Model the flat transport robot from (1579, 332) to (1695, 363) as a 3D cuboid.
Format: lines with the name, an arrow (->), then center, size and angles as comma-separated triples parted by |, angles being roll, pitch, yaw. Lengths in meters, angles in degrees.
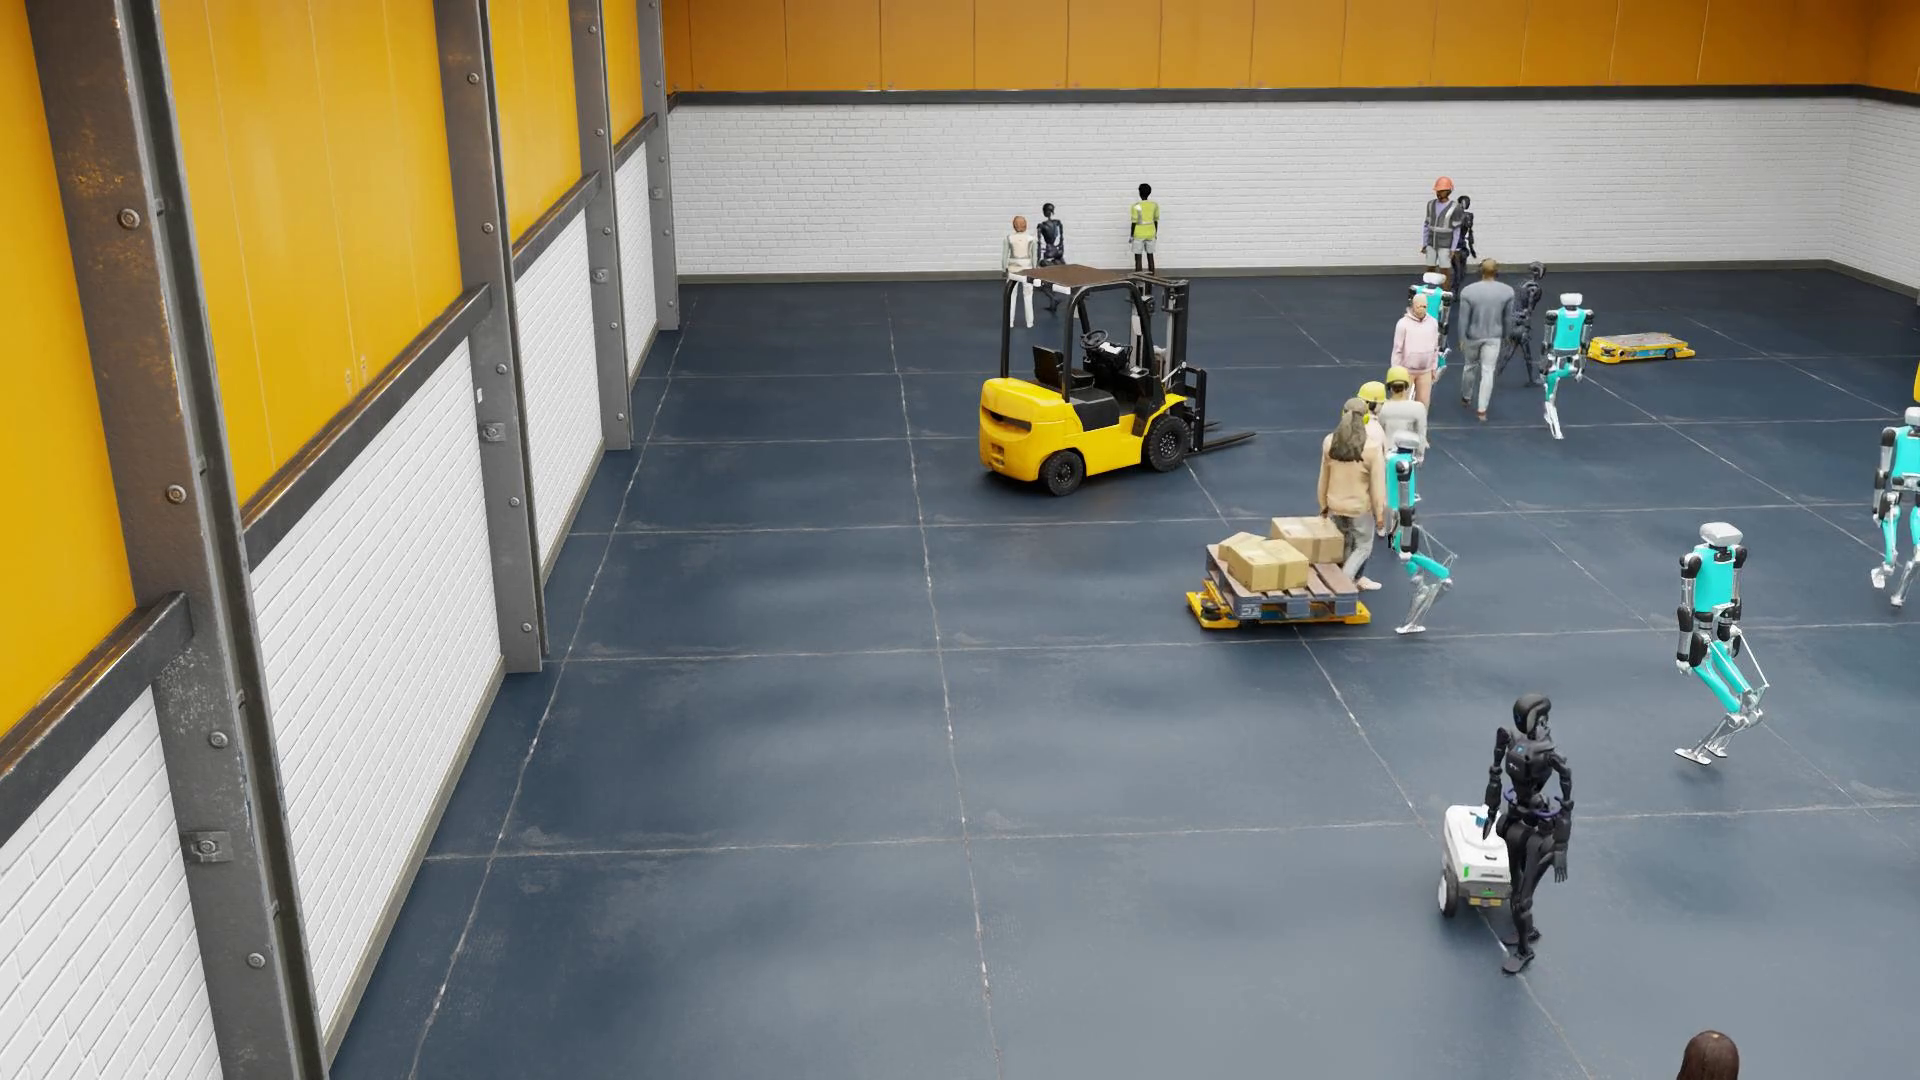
flat transport robot -> 9.260, -2.628, 22.787 | 1.431, 0.231, 0.659 | -6, 21, -16

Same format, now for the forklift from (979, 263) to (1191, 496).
forklift -> 1.315, -1.764, 17.646 | 2.313, 2.155, 1.214 | -14, 24, -33

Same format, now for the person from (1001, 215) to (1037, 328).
person -> 0.870, -3.921, 24.343 | 0.527, 1.628, 0.321 | 1, 20, 2

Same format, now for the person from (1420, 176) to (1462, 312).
person -> 7.293, -4.502, 25.324 | 0.395, 2.043, 0.607 | -16, 25, -37

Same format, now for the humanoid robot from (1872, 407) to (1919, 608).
humanoid robot -> 8.017, -0.226, 14.087 | 0.547, 1.732, 0.975 | 9, 22, 22

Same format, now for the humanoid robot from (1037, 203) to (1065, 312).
humanoid robot -> 1.423, -4.283, 25.245 | 0.616, 1.643, 0.440 | -17, 26, -38

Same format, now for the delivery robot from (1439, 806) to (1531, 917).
delivery robot -> 3.129, 1.905, 10.004 | 0.499, 0.582, 0.765 | 2, 20, 6

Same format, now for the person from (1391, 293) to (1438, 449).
person -> 5.064, -1.892, 18.603 | 0.538, 1.772, 0.403 | -3, 20, -8

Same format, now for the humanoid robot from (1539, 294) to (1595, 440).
humanoid robot -> 6.833, -2.016, 19.040 | 0.544, 1.743, 1.028 | 1, 20, 3

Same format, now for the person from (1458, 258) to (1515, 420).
person -> 6.269, -2.434, 19.928 | 0.636, 1.886, 1.036 | 5, 21, 14

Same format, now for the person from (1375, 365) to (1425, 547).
person -> 4.078, -0.789, 15.622 | 0.550, 1.741, 0.666 | 6, 21, 16

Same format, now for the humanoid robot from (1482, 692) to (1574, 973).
humanoid robot -> 3.201, 1.591, 9.258 | 0.458, 1.634, 0.602 | -12, 23, -29

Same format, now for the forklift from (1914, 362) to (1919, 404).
forklift -> 12.602, -2.435, 19.475 | 2.313, 2.155, 1.214 | -1, 20, -4

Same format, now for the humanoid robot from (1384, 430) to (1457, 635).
humanoid robot -> 3.774, 0.035, 13.535 | 0.732, 1.891, 0.561 | 2, 20, 5

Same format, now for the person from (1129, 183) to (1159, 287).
person -> 2.981, -4.937, 27.003 | 0.539, 1.695, 0.317 | -9, 22, -23

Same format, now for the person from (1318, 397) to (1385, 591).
person -> 3.333, -0.310, 14.171 | 0.592, 1.856, 0.722 | 17, 26, 38

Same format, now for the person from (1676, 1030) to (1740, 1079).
person -> 2.703, 2.641, 6.265 | 0.470, 1.764, 0.365 | 12, 23, 30

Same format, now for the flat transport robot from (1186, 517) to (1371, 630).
flat transport robot -> 2.707, 0.531, 14.181 | 1.431, 0.231, 0.659 | -2, 20, -5

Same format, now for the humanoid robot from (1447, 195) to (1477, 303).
humanoid robot -> 7.813, -4.561, 26.037 | 0.591, 1.657, 0.507 | -15, 25, -34

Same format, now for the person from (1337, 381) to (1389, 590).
person -> 3.508, -0.482, 14.632 | 0.417, 1.860, 0.805 | -5, 21, -14

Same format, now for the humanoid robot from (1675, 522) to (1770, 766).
humanoid robot -> 5.206, 0.754, 11.249 | 0.533, 1.677, 0.735 | -9, 22, -23

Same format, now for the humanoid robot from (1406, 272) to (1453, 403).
humanoid robot -> 5.674, -2.392, 20.025 | 0.572, 1.766, 0.838 | 13, 24, 31

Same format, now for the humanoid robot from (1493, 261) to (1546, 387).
humanoid robot -> 7.133, -2.729, 21.095 | 0.732, 1.621, 0.610 | 4, 21, 12
